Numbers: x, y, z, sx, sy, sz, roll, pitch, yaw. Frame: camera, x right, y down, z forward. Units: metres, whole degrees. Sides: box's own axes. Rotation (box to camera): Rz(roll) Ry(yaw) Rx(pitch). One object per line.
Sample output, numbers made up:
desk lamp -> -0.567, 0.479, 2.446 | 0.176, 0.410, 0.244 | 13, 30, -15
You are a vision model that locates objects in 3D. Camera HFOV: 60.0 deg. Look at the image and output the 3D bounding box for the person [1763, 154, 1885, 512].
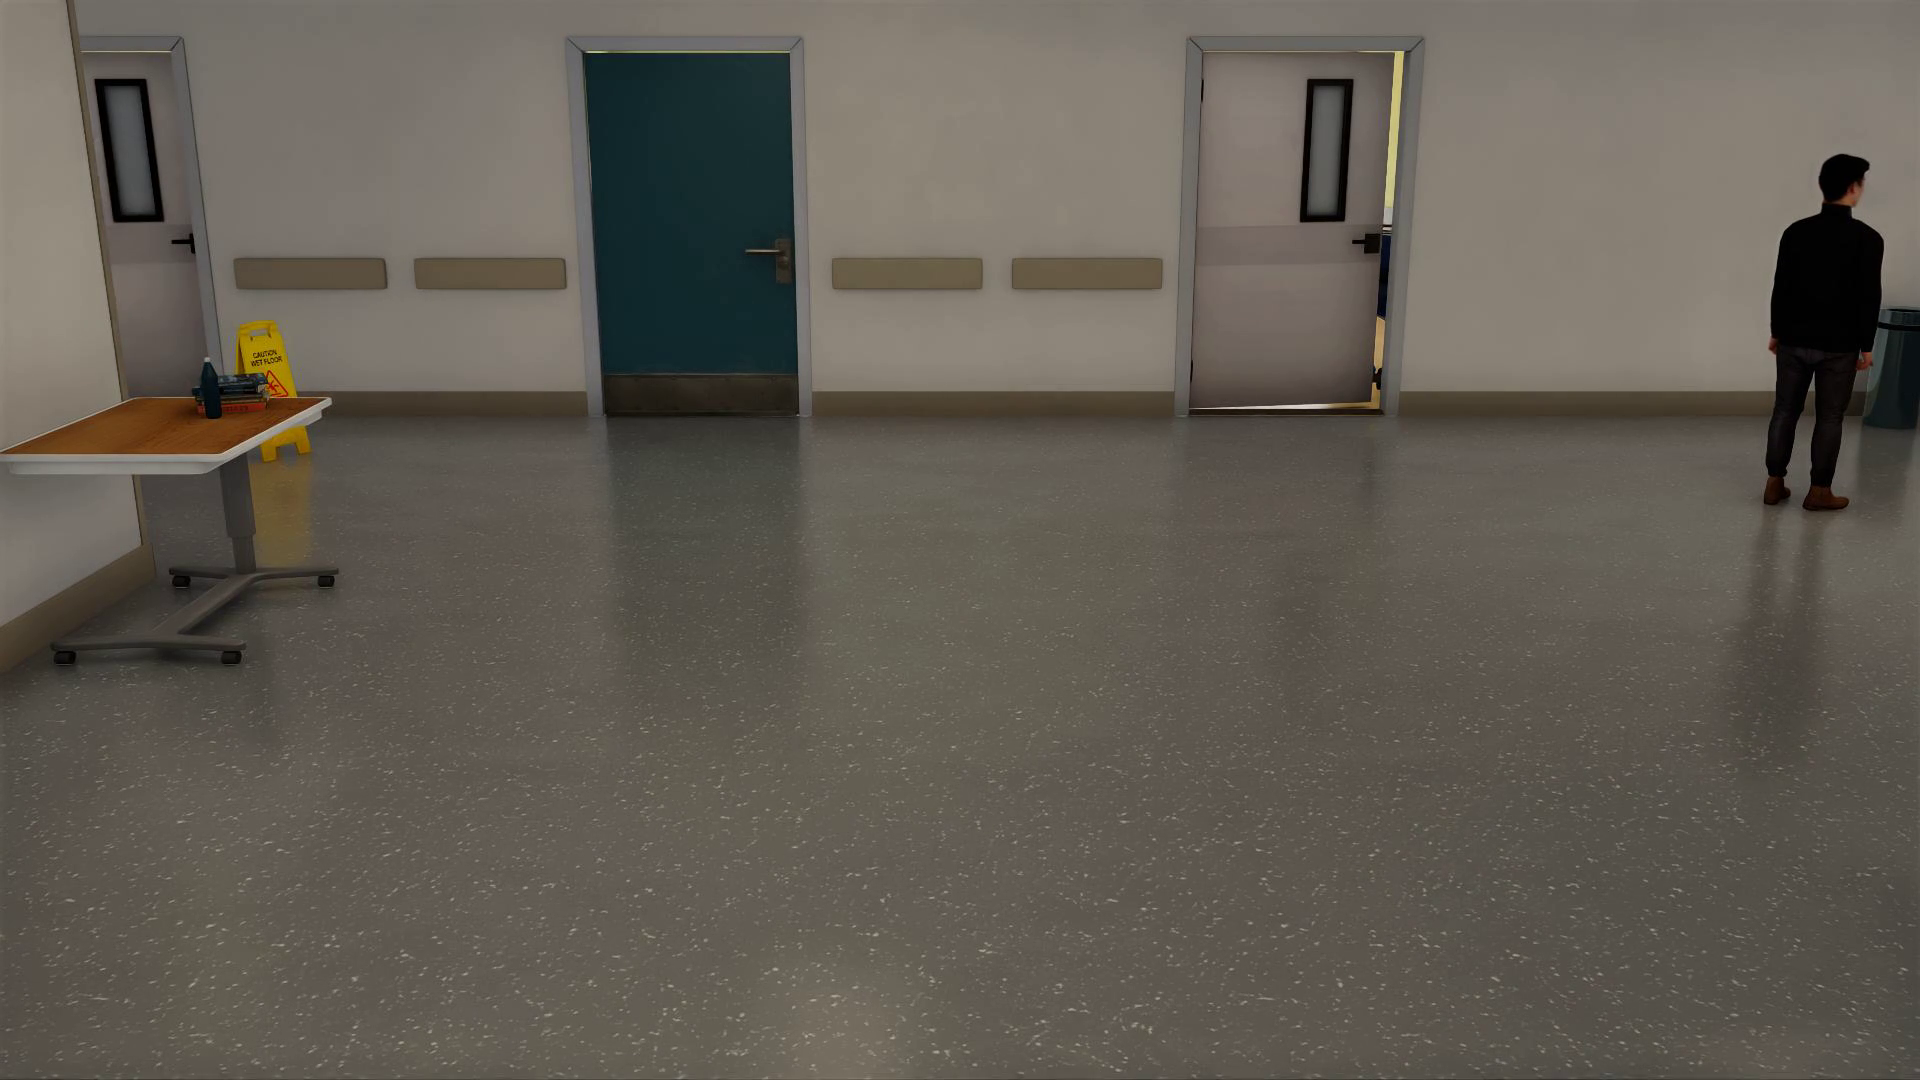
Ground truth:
person -> 4.225, -1.013, 8.169 | 0.752, 1.723, 0.716 | -13, 20, -38
